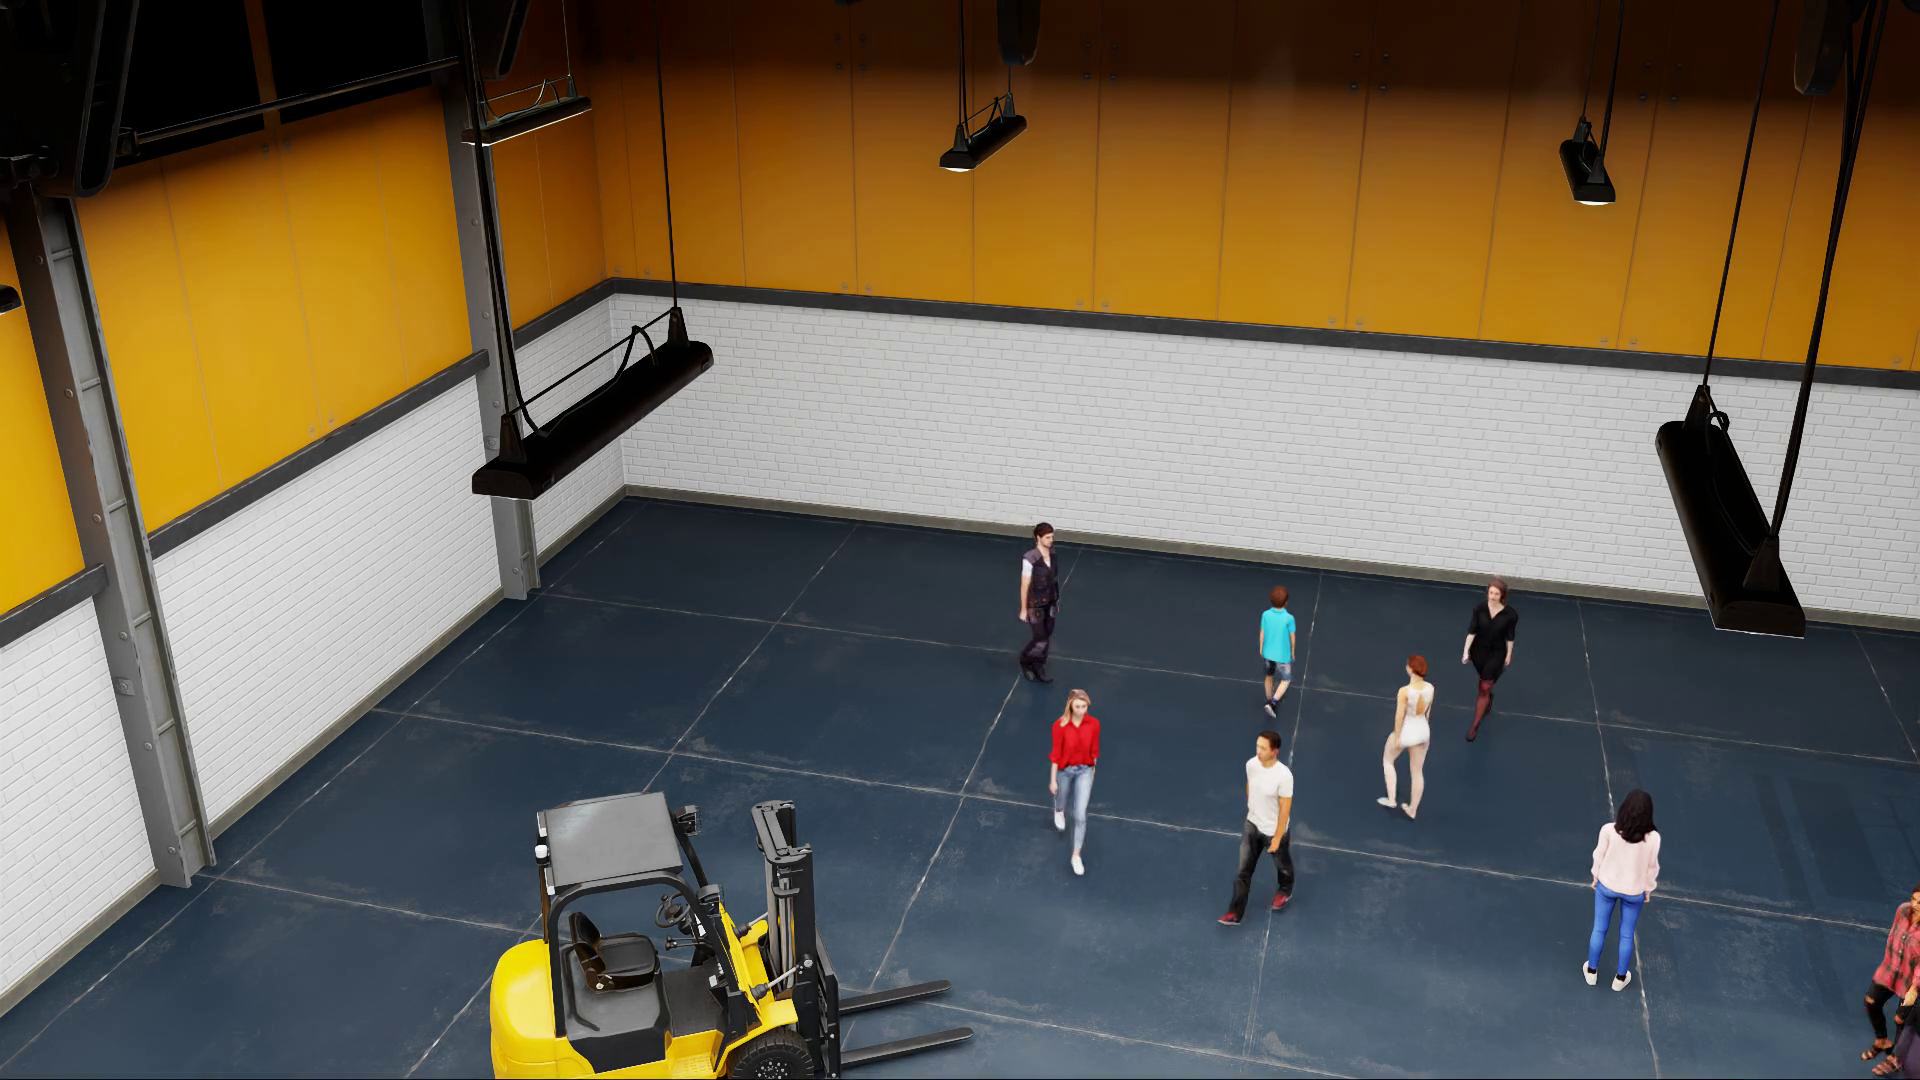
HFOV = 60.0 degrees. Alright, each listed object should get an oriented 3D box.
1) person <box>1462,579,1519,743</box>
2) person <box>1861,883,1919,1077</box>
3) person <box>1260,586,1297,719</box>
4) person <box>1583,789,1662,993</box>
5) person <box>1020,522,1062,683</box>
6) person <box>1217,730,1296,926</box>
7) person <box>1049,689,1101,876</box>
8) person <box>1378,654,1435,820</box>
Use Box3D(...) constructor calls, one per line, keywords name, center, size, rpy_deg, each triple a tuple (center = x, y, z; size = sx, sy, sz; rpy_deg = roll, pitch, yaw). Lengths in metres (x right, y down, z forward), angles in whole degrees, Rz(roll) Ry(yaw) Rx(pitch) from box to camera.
Box3D(name="person", center=(5.346, 1.143, 16.764), size=(0.837, 1.649, 1.171), rpy_deg=(15, 28, 31))
Box3D(name="person", center=(6.938, 3.180, 12.058), size=(0.791, 1.686, 0.706), rpy_deg=(-6, 24, -13))
Box3D(name="person", center=(3.226, 1.159, 16.984), size=(0.657, 1.443, 0.813), rpy_deg=(14, 27, 29))
Box3D(name="person", center=(5.162, 2.729, 12.985), size=(0.680, 1.770, 0.605), rpy_deg=(11, 26, 23))
Box3D(name="person", center=(0.781, 0.651, 17.651), size=(0.868, 1.839, 0.770), rpy_deg=(22, 32, 40))
Box3D(name="person", center=(2.632, 2.363, 13.848), size=(1.016, 1.749, 1.243), rpy_deg=(20, 31, 38))
Box3D(name="person", center=(0.975, 2.038, 14.677), size=(0.893, 1.681, 1.168), rpy_deg=(-3, 24, -8))
Box3D(name="person", center=(4.170, 1.835, 15.203), size=(0.689, 1.630, 0.731), rpy_deg=(-6, 24, -13))
